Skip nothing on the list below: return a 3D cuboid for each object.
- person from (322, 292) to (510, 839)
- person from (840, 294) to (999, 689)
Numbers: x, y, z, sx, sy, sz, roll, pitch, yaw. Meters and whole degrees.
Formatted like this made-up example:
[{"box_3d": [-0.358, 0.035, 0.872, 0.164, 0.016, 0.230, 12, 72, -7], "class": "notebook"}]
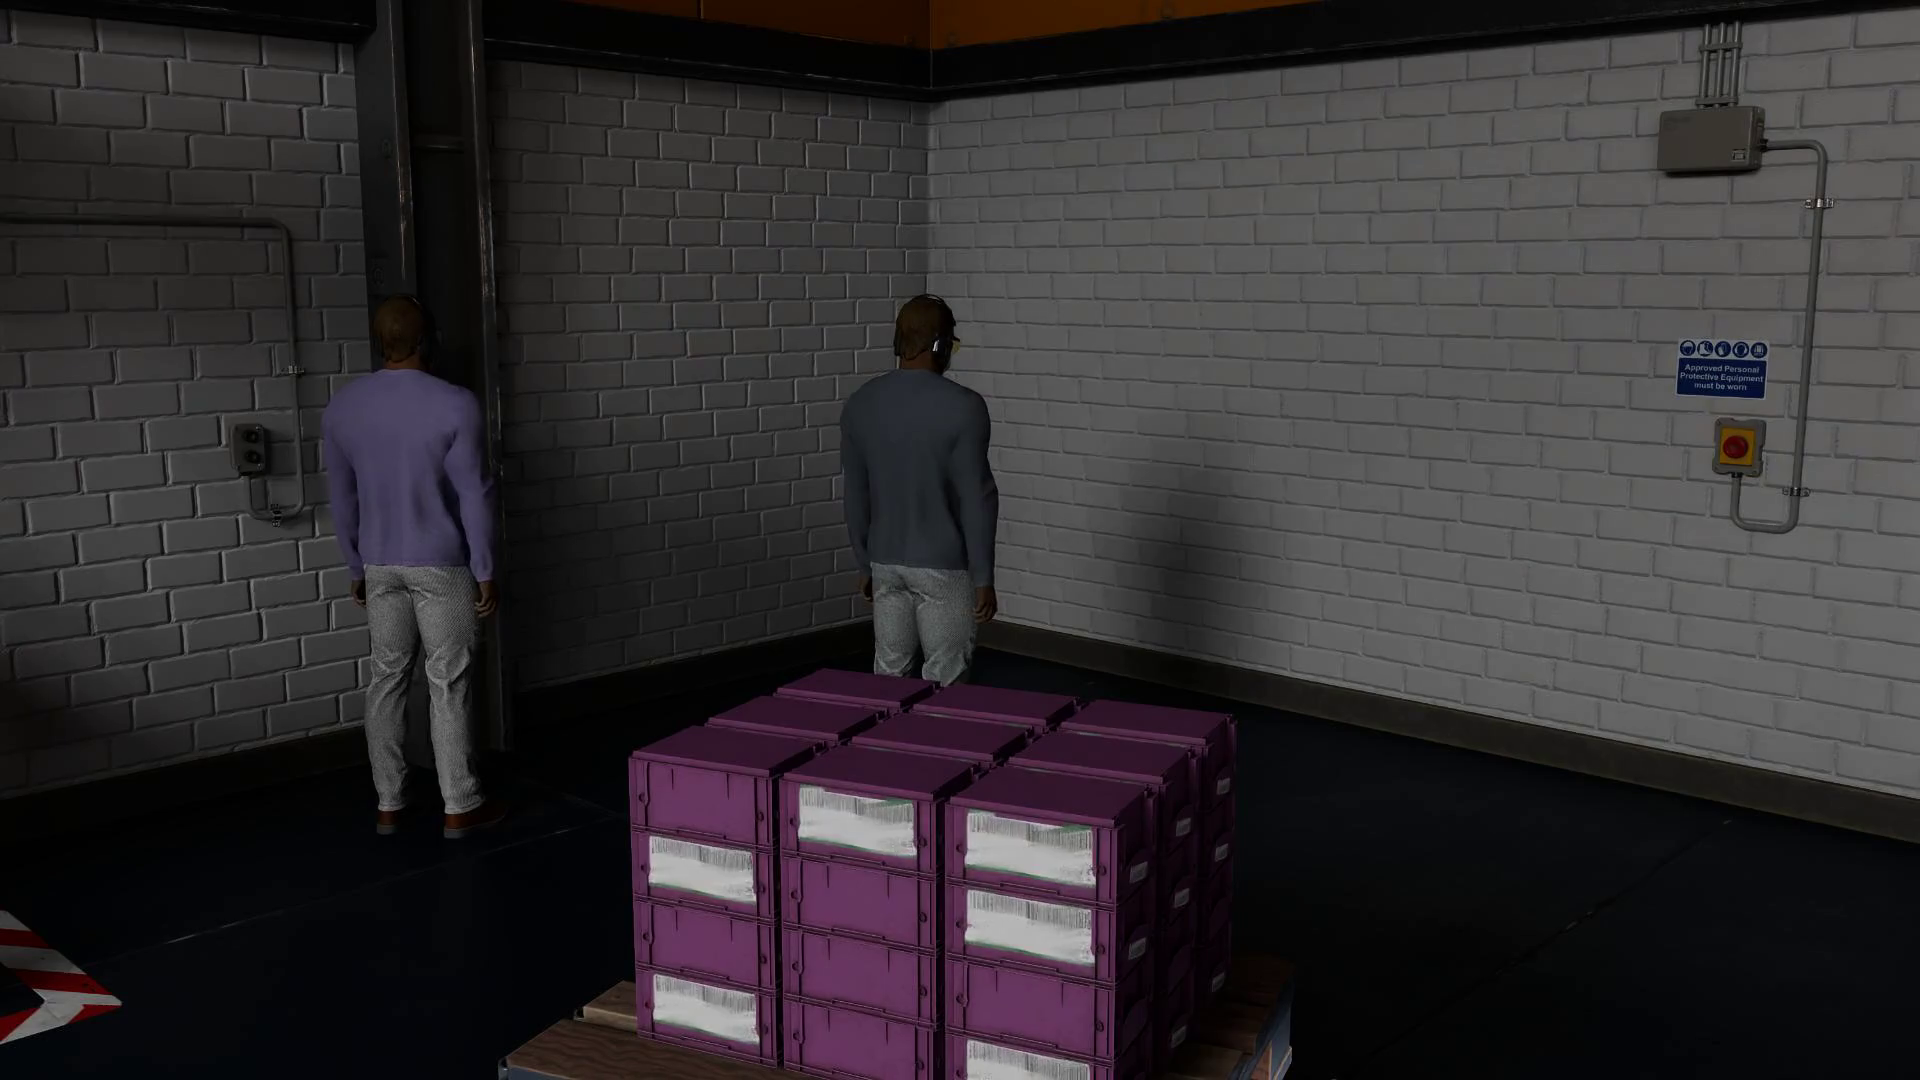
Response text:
[{"box_3d": [-1.921, 0.100, 5.911, 0.630, 1.940, 0.372, 2, 10, 13], "class": "person"}, {"box_3d": [-0.130, 0.108, 5.874, 0.627, 1.936, 0.372, 6, 11, 35], "class": "person"}]
